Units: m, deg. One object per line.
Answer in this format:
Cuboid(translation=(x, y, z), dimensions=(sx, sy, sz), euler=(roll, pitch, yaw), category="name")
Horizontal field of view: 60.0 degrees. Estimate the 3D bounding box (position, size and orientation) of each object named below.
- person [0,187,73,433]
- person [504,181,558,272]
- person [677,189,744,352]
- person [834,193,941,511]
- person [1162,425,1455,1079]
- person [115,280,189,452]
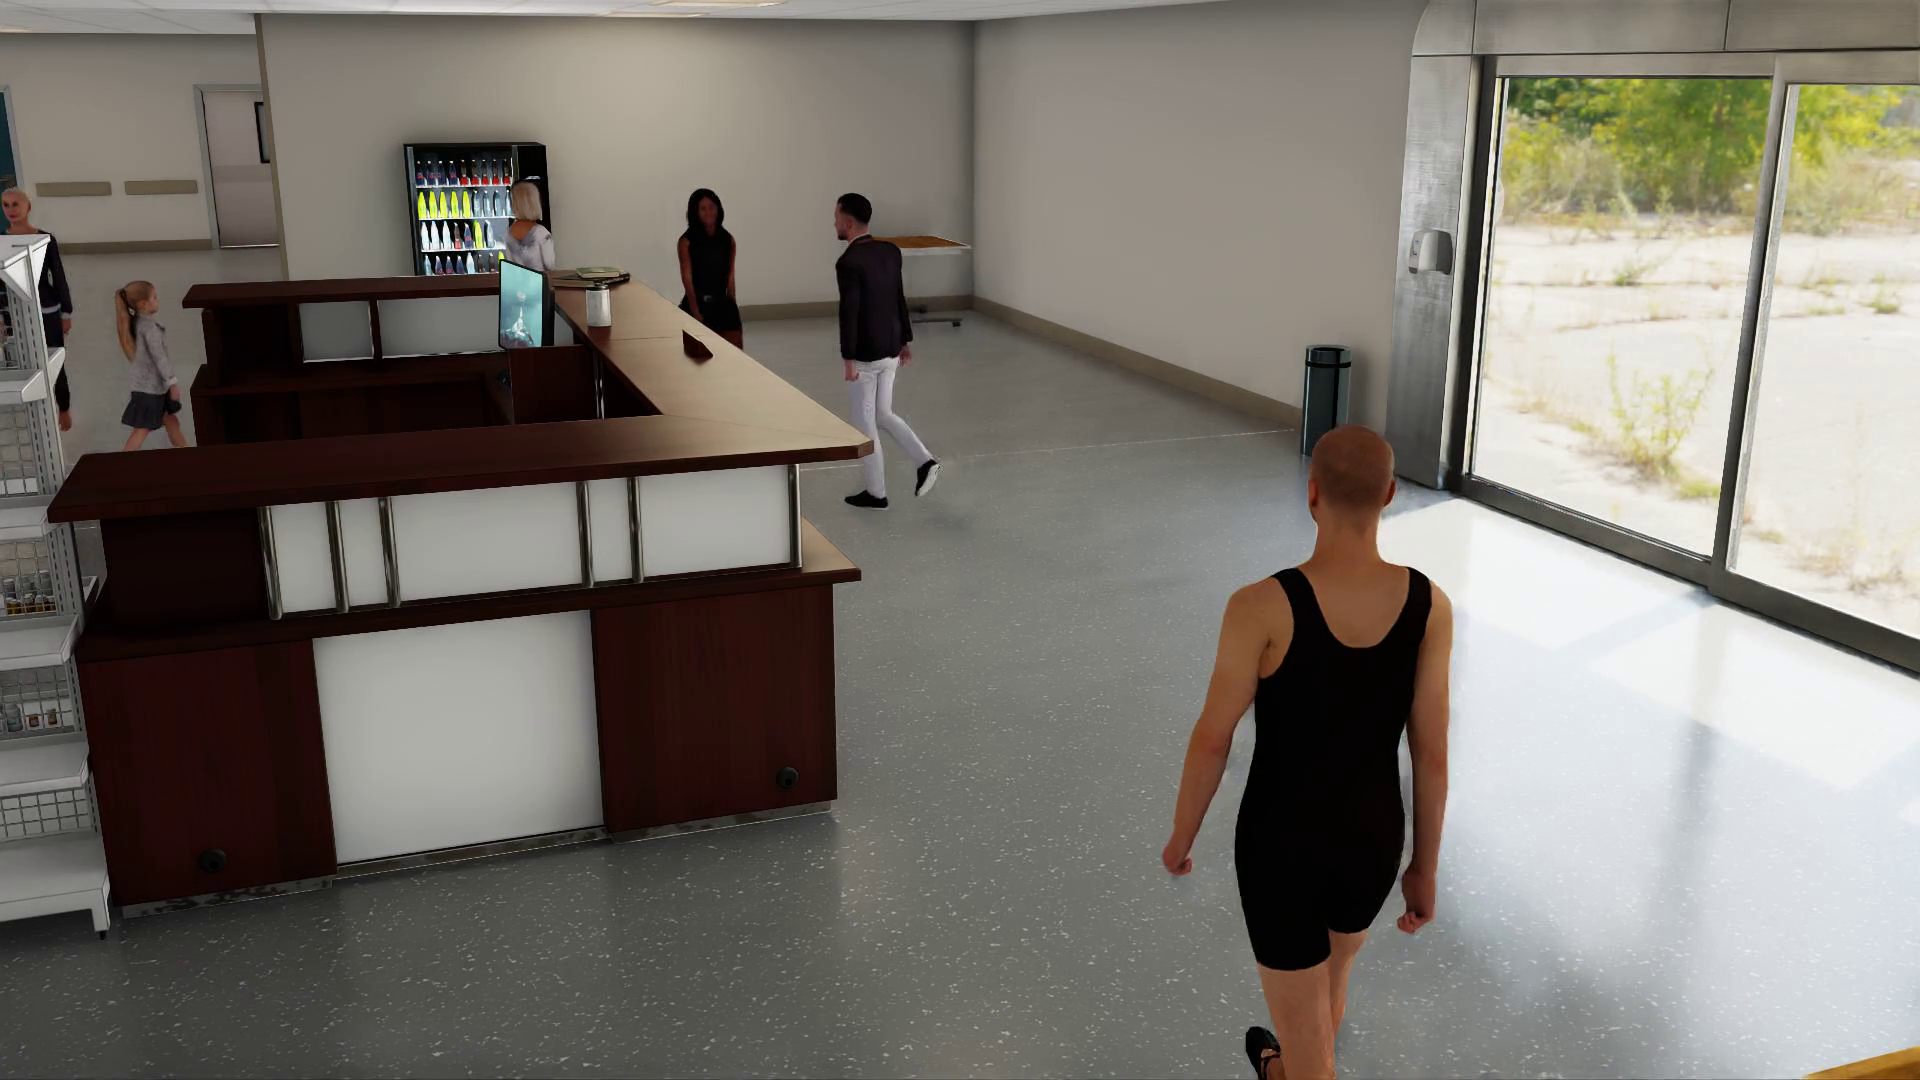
Cuboid(translation=(-6.483, -1.600, 11.665), dimensions=(0.567, 1.715, 0.714), euler=(-3, 16, -11), category="person")
Cuboid(translation=(-3.024, -1.667, 11.835), dimensions=(0.629, 1.751, 0.695), euler=(7, 17, 22), category="person")
Cuboid(translation=(-1.756, -1.470, 11.279), dimensions=(1.218, 1.676, 0.847), euler=(-10, 19, -32), category="person")
Cuboid(translation=(-0.434, -1.050, 9.524), dimensions=(0.983, 1.818, 0.952), euler=(13, 20, 39), category="person")
Cuboid(translation=(0.770, 0.696, 3.404), dimensions=(1.010, 1.778, 0.816), euler=(-4, 16, -14), category="person")
Cuboid(translation=(-4.989, -0.921, 10.116), dimensions=(0.949, 1.243, 0.708), euler=(-13, 20, -38), category="person")
